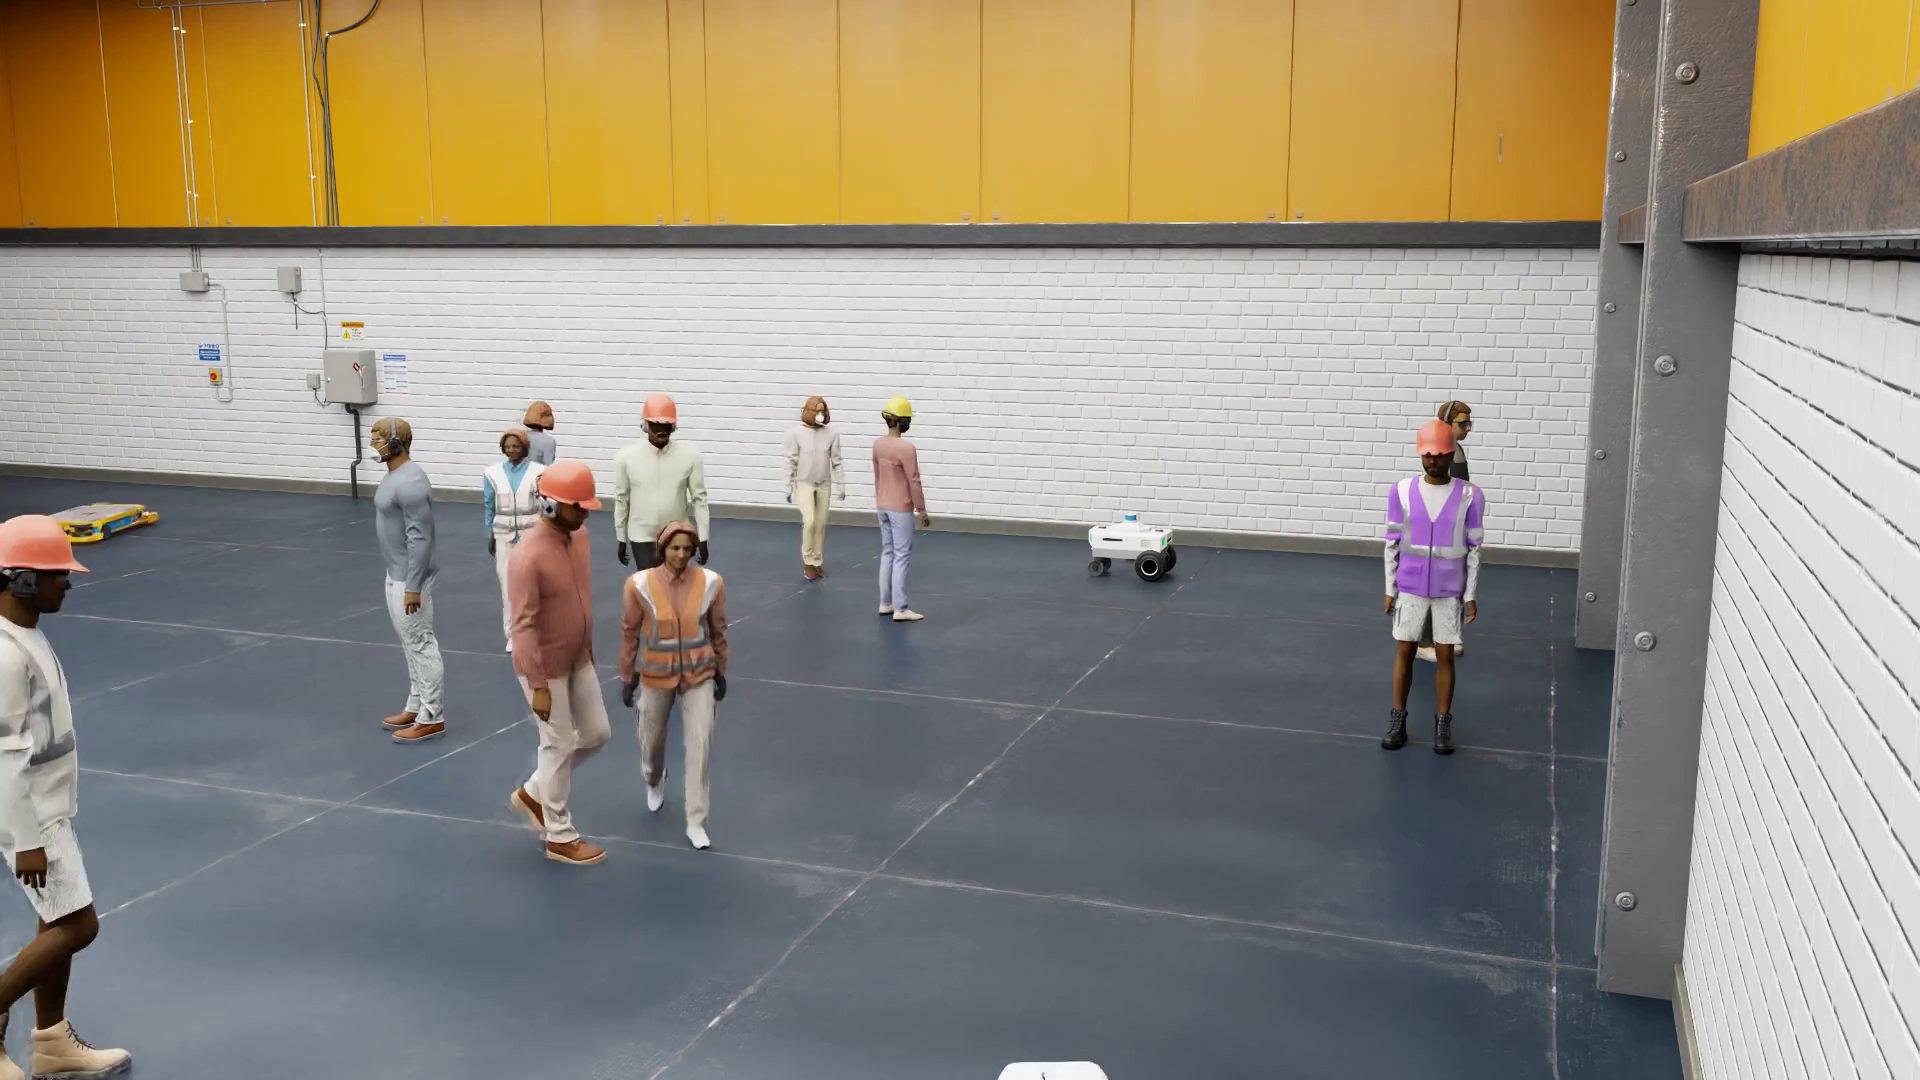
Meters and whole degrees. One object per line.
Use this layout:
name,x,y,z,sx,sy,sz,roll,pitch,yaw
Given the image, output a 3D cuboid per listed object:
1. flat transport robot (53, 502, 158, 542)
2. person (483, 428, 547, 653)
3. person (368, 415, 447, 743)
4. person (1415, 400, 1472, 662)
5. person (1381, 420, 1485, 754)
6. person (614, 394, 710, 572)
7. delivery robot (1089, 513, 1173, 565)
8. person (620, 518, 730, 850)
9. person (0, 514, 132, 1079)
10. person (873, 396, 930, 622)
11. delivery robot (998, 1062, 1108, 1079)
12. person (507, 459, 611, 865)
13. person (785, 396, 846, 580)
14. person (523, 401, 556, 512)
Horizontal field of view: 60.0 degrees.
flat transport robot,-8.793,-0.184,16.837,0.652,0.197,1.431,0,10,1
person,-3.220,-0.037,12.249,0.523,1.611,0.800,-1,10,-6
person,-3.266,0.225,9.836,0.359,1.938,0.632,-5,11,-26
person,3.418,-0.069,11.764,0.327,1.842,0.517,8,13,37
person,2.714,0.273,9.575,0.547,1.937,0.379,4,11,21
person,-2.051,-0.052,11.406,0.625,1.949,1.013,-3,11,-18
delivery robot,1.505,0.006,14.705,0.707,0.478,0.477,3,11,19
person,-1.413,0.670,8.236,0.536,1.611,0.663,-3,11,-17
person,-3.182,0.922,5.684,0.494,2.020,0.635,-4,11,-20
person,-0.471,-0.240,12.964,0.343,1.767,0.531,-7,12,-35
delivery robot,0.291,1.766,4.795,0.477,0.478,0.707,0,10,-2
person,-1.880,0.583,7.778,0.572,1.955,0.656,3,11,17
person,-1.247,-0.448,14.533,0.527,1.614,0.505,-5,11,-28
person,-3.537,-0.364,14.052,0.500,1.618,0.429,7,12,34
